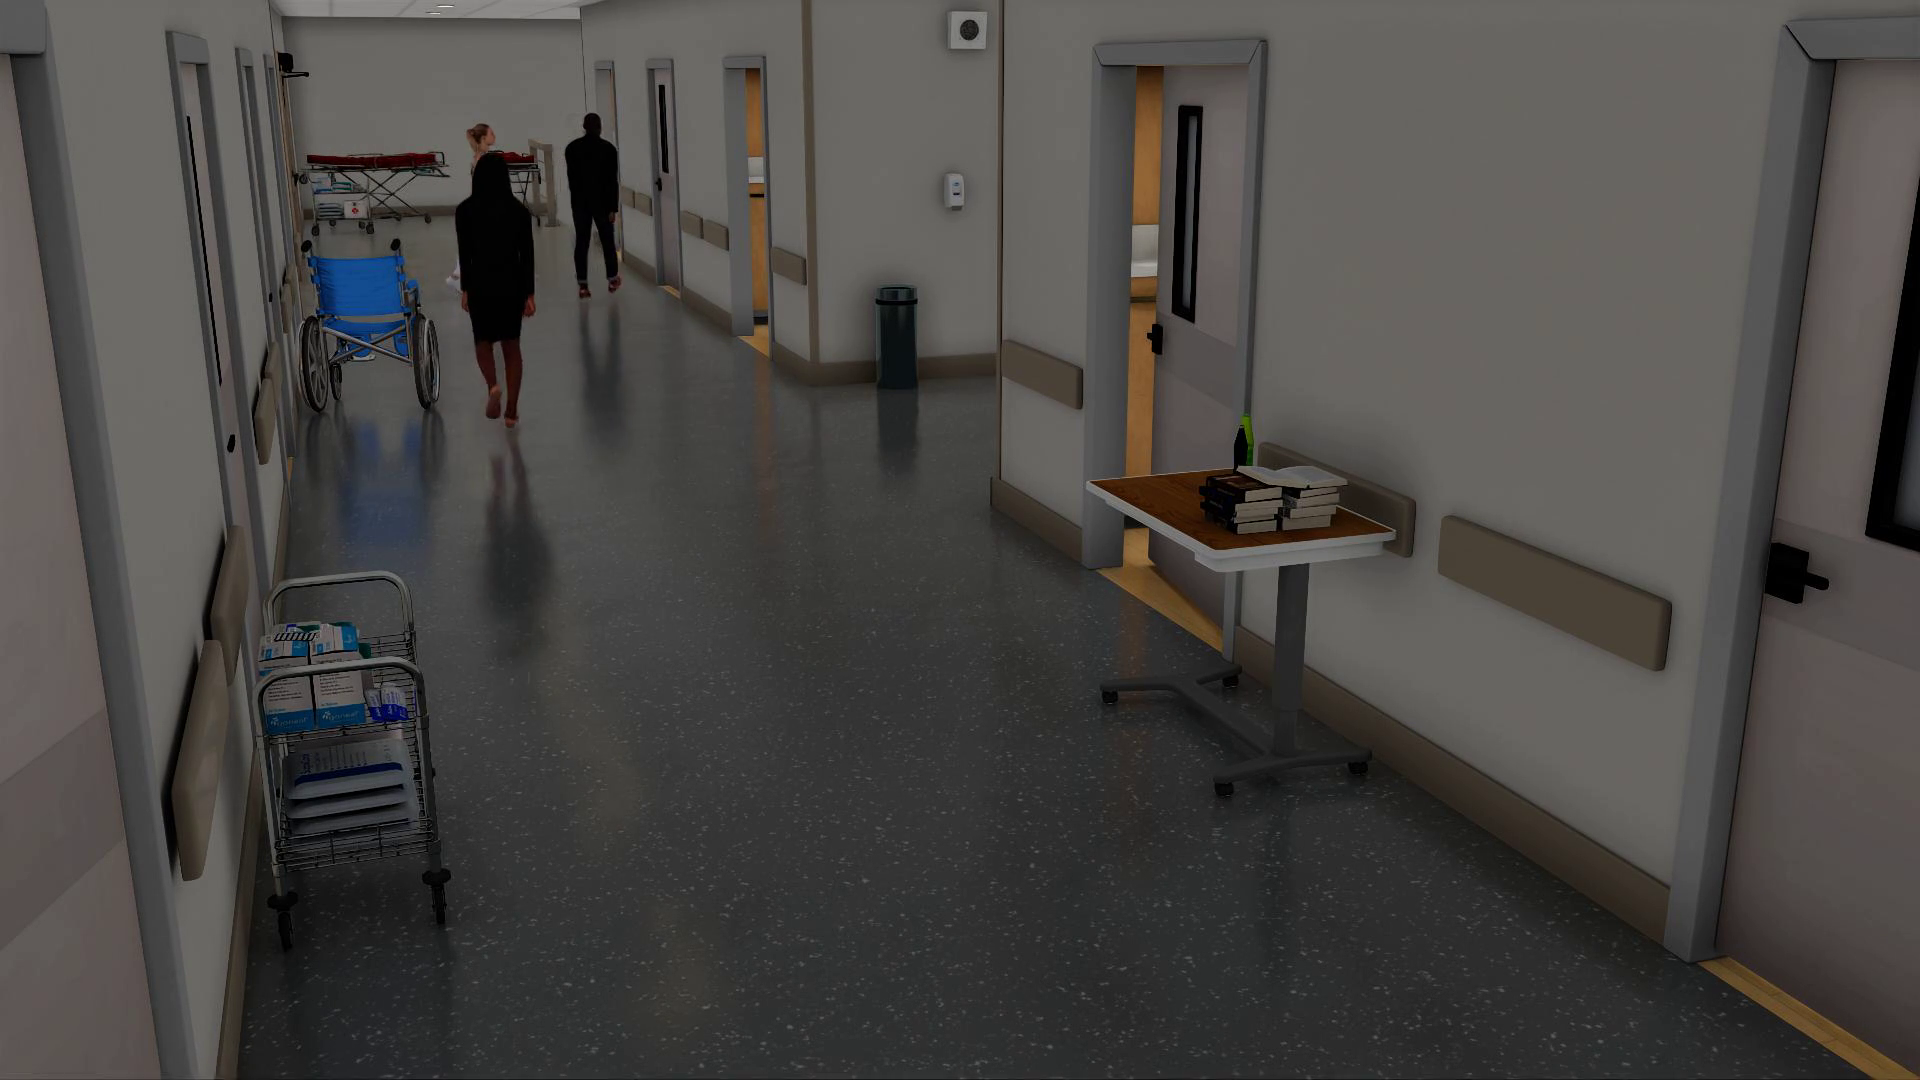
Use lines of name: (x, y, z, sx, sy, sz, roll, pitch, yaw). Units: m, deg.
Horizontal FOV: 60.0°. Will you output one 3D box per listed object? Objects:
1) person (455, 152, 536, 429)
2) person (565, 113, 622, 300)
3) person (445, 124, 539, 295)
person: (-2.864, -1.510, 10.297, 0.627, 1.708, 0.830, -5, 16, -17)
person: (-3.612, -3.203, 16.195, 0.966, 1.767, 1.262, 0, 16, 1)
person: (-4.774, -3.250, 16.541, 0.635, 1.669, 1.051, -5, 17, -18)
